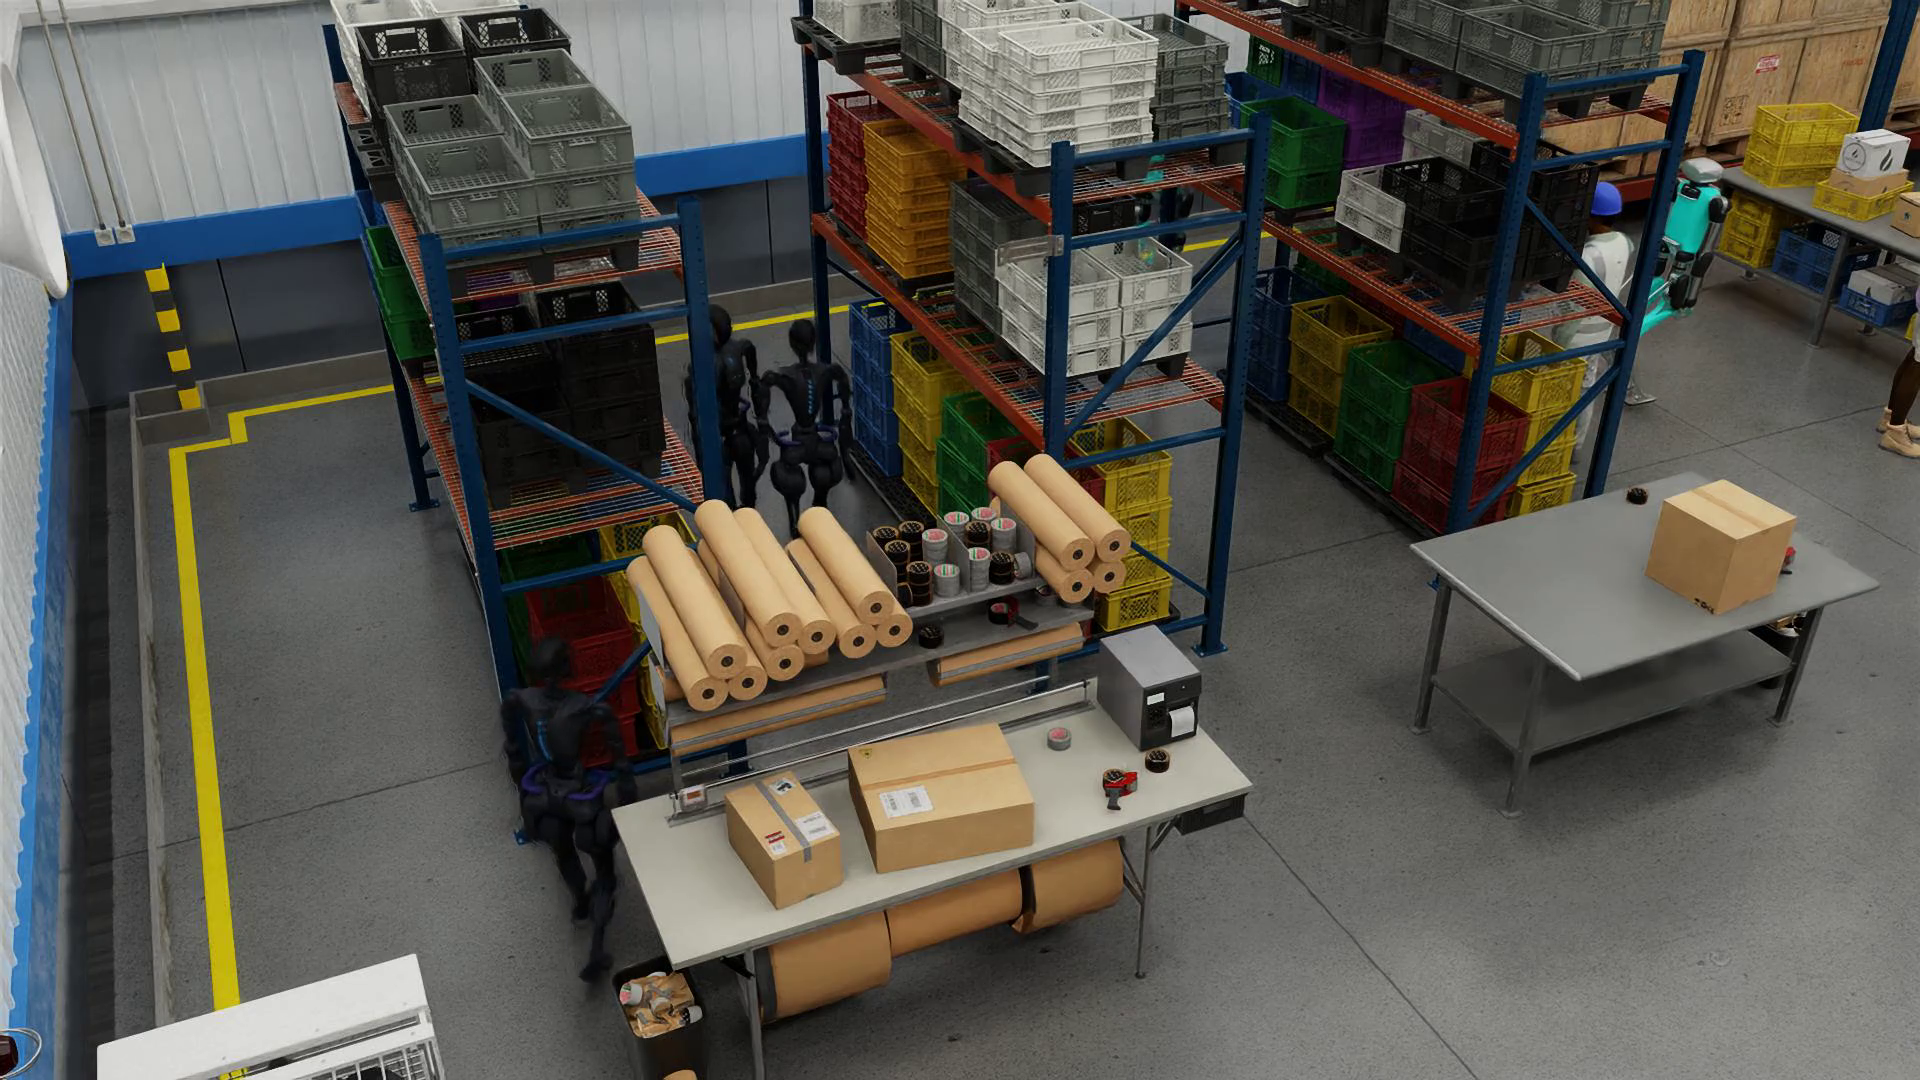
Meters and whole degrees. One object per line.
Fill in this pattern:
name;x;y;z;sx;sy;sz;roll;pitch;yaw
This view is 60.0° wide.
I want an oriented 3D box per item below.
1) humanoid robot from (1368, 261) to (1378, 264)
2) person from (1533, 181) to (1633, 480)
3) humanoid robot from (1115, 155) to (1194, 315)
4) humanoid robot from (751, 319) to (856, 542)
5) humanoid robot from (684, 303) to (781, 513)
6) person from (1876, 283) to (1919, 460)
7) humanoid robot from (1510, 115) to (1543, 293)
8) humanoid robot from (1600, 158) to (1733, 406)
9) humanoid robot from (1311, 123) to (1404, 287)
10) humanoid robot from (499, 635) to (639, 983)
humanoid robot;3.148;-2.475;12.674;0.610;1.648;0.594;4;32;6
person;3.903;-1.313;10.505;0.400;1.943;0.616;28;41;37
humanoid robot;1.339;-2.228;12.139;0.545;1.753;0.686;26;40;36
humanoid robot;-0.900;-0.479;9.434;0.613;1.635;0.603;-11;33;-18
humanoid robot;-1.316;-0.602;9.609;0.331;1.658;0.596;24;39;34
person;6.371;-1.520;10.746;0.366;2.048;0.606;14;34;21
humanoid robot;4.368;-2.822;13.245;0.751;1.626;0.615;24;39;34
humanoid robot;4.667;-1.726;11.278;0.740;1.689;0.530;-10;33;-16
humanoid robot;2.896;-2.332;12.366;0.820;1.772;0.544;1;32;2
humanoid robot;-1.577;1.061;6.919;0.588;1.643;0.614;7;32;11
